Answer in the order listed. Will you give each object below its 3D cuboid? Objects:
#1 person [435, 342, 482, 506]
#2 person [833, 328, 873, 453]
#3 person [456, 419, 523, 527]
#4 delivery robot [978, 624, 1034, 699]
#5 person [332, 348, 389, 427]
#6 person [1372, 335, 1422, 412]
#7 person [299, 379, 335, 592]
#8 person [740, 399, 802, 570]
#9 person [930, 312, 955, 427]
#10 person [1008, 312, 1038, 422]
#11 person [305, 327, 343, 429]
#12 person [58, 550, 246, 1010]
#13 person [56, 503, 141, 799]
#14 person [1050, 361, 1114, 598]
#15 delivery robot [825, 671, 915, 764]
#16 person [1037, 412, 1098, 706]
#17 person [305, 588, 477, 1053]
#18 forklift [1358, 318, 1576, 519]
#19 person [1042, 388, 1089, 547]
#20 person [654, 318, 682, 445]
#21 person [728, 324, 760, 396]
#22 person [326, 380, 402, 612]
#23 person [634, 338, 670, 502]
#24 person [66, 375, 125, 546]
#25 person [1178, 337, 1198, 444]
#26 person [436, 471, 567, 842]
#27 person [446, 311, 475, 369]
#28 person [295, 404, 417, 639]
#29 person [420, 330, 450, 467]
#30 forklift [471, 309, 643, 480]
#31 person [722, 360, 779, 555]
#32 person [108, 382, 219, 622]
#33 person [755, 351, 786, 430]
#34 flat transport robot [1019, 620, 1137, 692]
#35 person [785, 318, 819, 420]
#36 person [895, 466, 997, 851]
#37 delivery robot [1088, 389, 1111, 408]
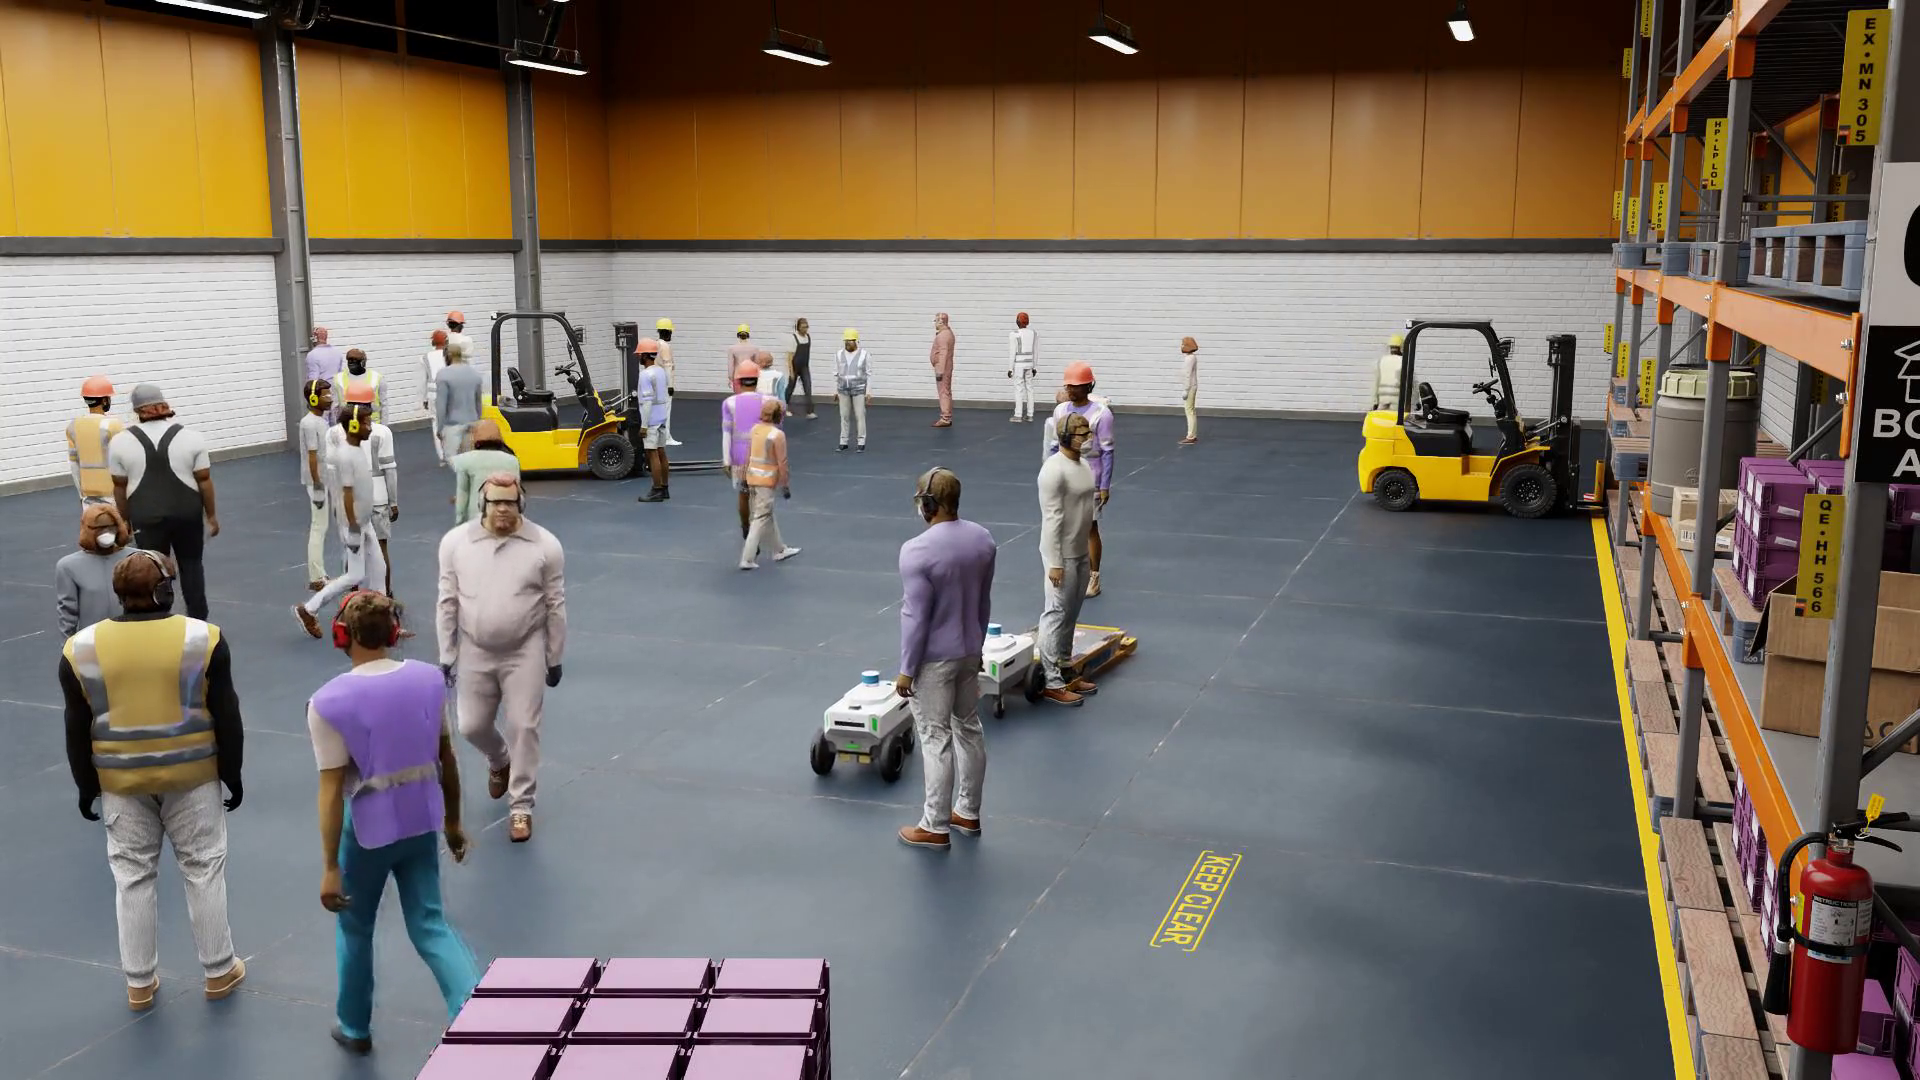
[{"bbox_3d":[-5.727,-1.320,19.234,0.629,1.907,0.670,6,12,31],"label":"person"},{"bbox_3d":[-1.580,-2.190,24.339,0.601,1.830,0.403,3,10,16],"label":"person"},{"bbox_3d":[-3.848,-0.184,13.619,0.540,1.616,0.349,-1,10,-8],"label":"person"},{"bbox_3d":[0.215,0.793,10.876,0.477,0.478,0.707,4,11,24],"label":"delivery robot"},{"bbox_3d":[-6.975,-1.309,19.362,0.625,1.840,0.430,-2,10,-11],"label":"person"},{"bbox_3d":[6.088,-1.947,23.111,0.930,1.782,0.613,-9,13,-40],"label":"person"},{"bbox_3d":[-5.615,-0.481,14.609,0.315,1.869,0.526,-3,10,-15],"label":"person"},{"bbox_3d":[-1.799,-0.526,15.607,0.738,1.597,0.578,-9,13,-40],"label":"person"},{"bbox_3d":[-0.303,-2.849,27.843,0.407,1.906,0.655,2,10,10],"label":"person"},{"bbox_3d":[1.073,-2.959,28.527,0.584,1.882,0.345,-7,12,-33],"label":"person"},{"bbox_3d":[-8.817,-1.992,23.016,0.406,1.906,0.654,3,11,17],"label":"person"},{"bbox_3d":[-3.189,0.950,6.638,0.634,1.839,0.429,-3,11,-17],"label":"person"},{"bbox_3d":[-4.682,0.600,9.190,0.509,1.631,0.270,-7,12,-33],"label":"person"},{"bbox_3d":[1.015,-0.514,14.315,0.616,2.039,0.387,8,13,38],"label":"person"},{"bbox_3d":[-0.519,1.006,9.675,0.477,0.478,0.707,3,11,17],"label":"delivery robot"},{"bbox_3d":[0.724,0.113,11.069,0.370,1.941,0.627,5,11,24],"label":"person"},{"bbox_3d":[-2.040,1.083,6.048,0.914,1.791,0.629,8,13,38],"label":"person"},{"bbox_3d":[5.787,-1.437,19.079,2.313,2.155,1.214,3,11,19],"label":"forklift"},{"bbox_3d":[1.065,-0.675,16.434,0.535,1.649,0.485,-4,11,-22],"label":"person"},{"bbox_3d":[-4.475,-2.397,25.233,0.360,1.929,0.587,-5,11,-27],"label":"person"},{"bbox_3d":[-3.478,-2.590,26.777,0.533,1.767,0.313,-3,10,-16],"label":"person"},{"bbox_3d":[-4.865,-0.336,13.601,0.546,1.938,0.360,-1,10,-4],"label":"person"},{"bbox_3d":[-3.658,-1.414,19.671,0.377,1.938,0.547,3,10,14],"label":"person"},{"bbox_3d":[-7.242,-0.425,14.101,0.543,1.940,0.361,2,10,13],"label":"person"},{"bbox_3d":[3.503,-2.290,25.458,0.268,1.631,0.503,3,10,14],"label":"person"},{"bbox_3d":[-2.363,0.567,8.638,0.658,1.889,0.679,-1,10,-7],"label":"person"},{"bbox_3d":[-7.673,-2.480,25.418,0.603,2.035,0.411,2,10,13],"label":"person"},{"bbox_3d":[-4.650,-0.122,12.709,0.803,1.842,0.531,-1,10,-4],"label":"person"},{"bbox_3d":[-7.131,-1.972,23.028,0.618,1.853,0.831,0,10,-3],"label":"person"},{"bbox_3d":[-5.354,-1.902,21.697,2.313,2.155,1.214,-2,10,-13],"label":"forklift"},{"bbox_3d":[-2.074,-0.837,16.551,0.550,1.886,0.997,0,10,1],"label":"person"},{"bbox_3d":[-6.054,-0.222,12.671,0.707,2.000,0.762,-4,11,-22],"label":"person"},{"bbox_3d":[-2.606,-1.732,22.347,0.528,1.612,0.611,0,10,2],"label":"person"},{"bbox_3d":[0.722,0.806,11.861,0.652,0.197,1.431,5,11,25],"label":"flat transport robot"},{"bbox_3d":[-2.845,-3.008,29.135,0.550,1.782,0.986,-9,13,-40],"label":"person"},{"bbox_3d":[-0.085,0.592,8.375,0.372,1.939,0.631,8,13,39],"label":"person"},{"bbox_3d":[2.237,-2.356,28.609,0.707,0.478,0.477,2,10,12],"label":"delivery robot"}]
